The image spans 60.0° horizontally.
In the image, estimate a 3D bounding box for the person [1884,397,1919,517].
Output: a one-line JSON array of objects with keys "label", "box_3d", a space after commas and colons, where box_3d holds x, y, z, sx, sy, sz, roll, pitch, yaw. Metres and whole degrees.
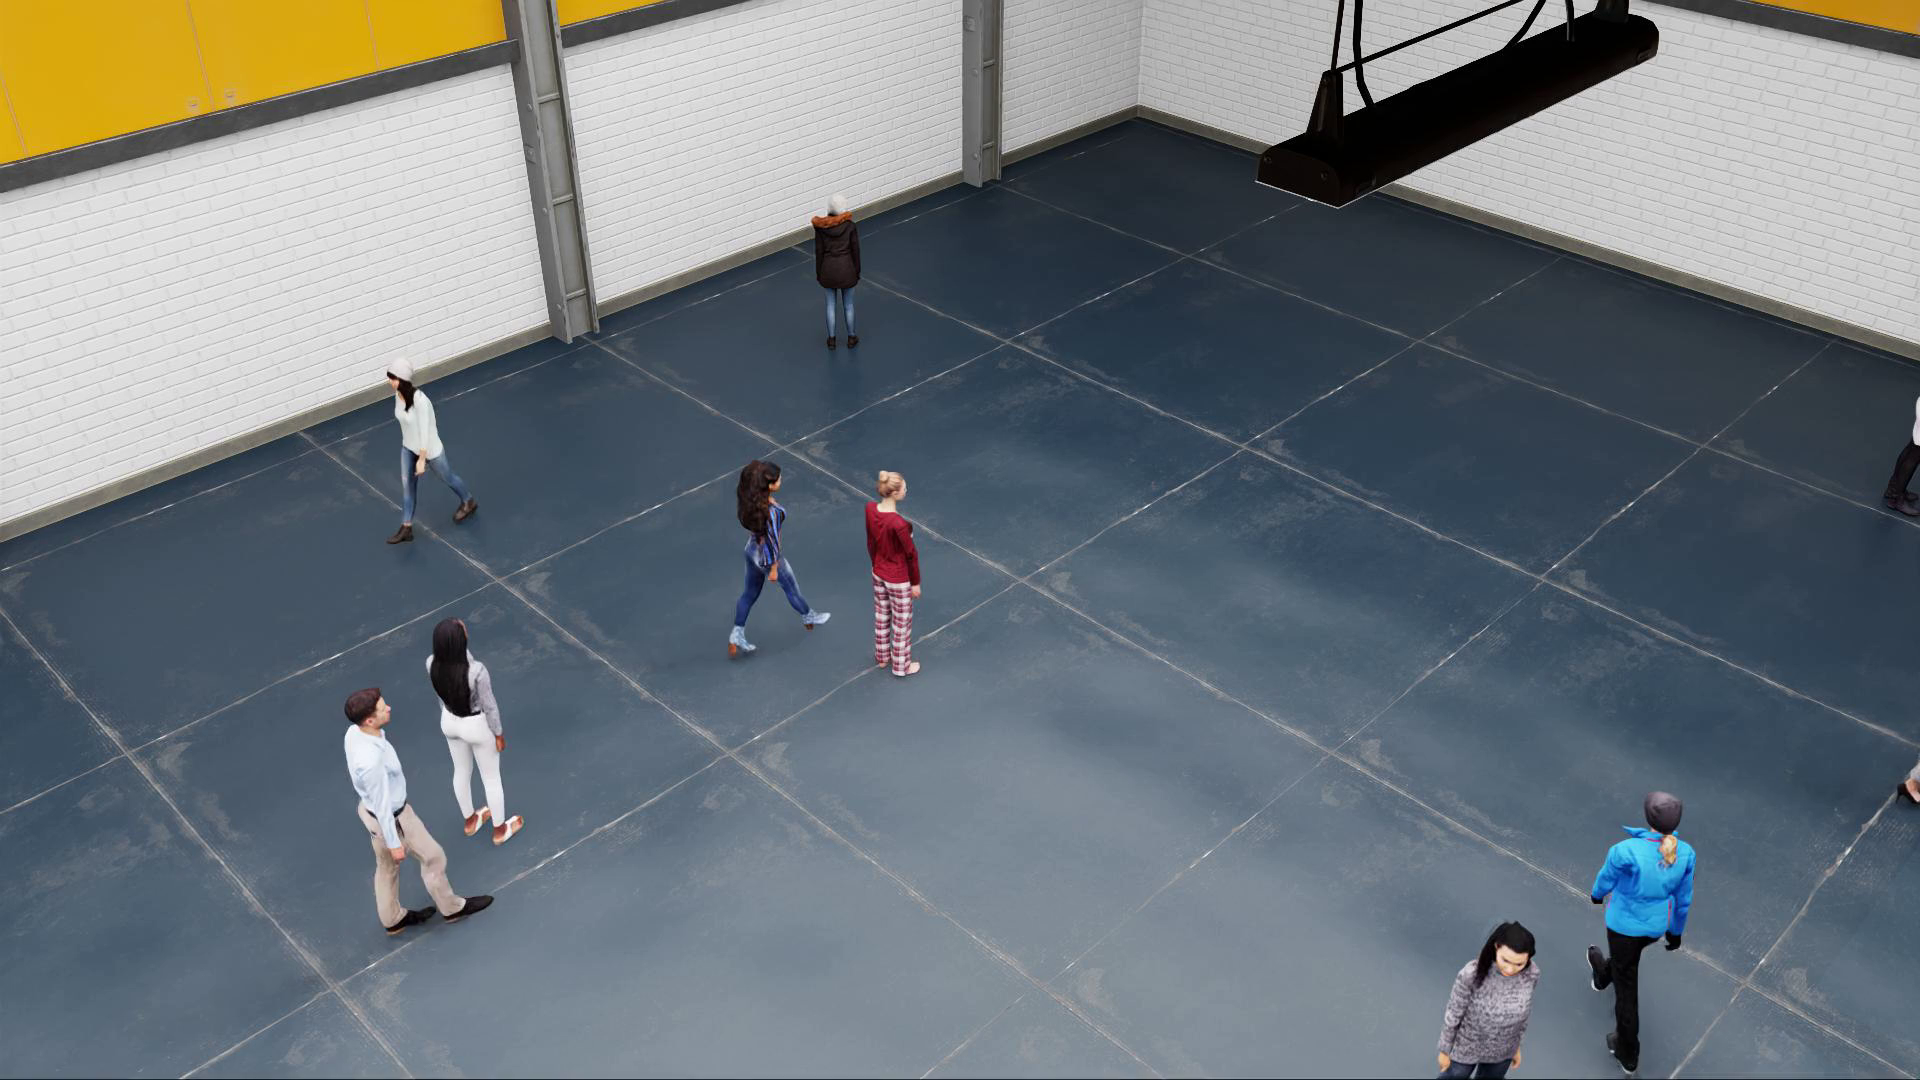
[{"label": "person", "box_3d": [8.144, -1.072, 13.948, 0.771, 1.803, 0.652, 14, 36, 20]}]

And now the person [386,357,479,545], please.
[{"label": "person", "box_3d": [-4.342, -0.774, 13.681, 0.721, 1.602, 1.138, 20, 39, 27]}]

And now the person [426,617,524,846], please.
[{"label": "person", "box_3d": [-3.119, 1.209, 10.586, 0.666, 1.725, 0.656, 12, 35, 17]}]

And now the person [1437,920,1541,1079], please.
[{"label": "person", "box_3d": [2.677, 2.570, 8.531, 0.664, 1.733, 0.746, -3, 34, -5]}]

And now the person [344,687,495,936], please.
[{"label": "person", "box_3d": [-3.446, 1.663, 9.814, 0.951, 1.823, 0.774, -20, 38, -27]}]

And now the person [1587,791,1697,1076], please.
[{"label": "person", "box_3d": [3.719, 2.191, 9.071, 1.085, 1.767, 1.118, -1, 34, -1]}]

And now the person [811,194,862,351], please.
[{"label": "person", "box_3d": [-1.209, -2.667, 16.505, 0.740, 1.628, 0.806, -2, 34, -3]}]

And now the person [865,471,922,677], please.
[{"label": "person", "box_3d": [-0.487, 0.235, 12.068, 0.610, 1.707, 0.485, 29, 43, 36]}]

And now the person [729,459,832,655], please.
[{"label": "person", "box_3d": [-1.512, 0.167, 12.291, 1.131, 1.573, 0.799, -18, 37, -25]}]
